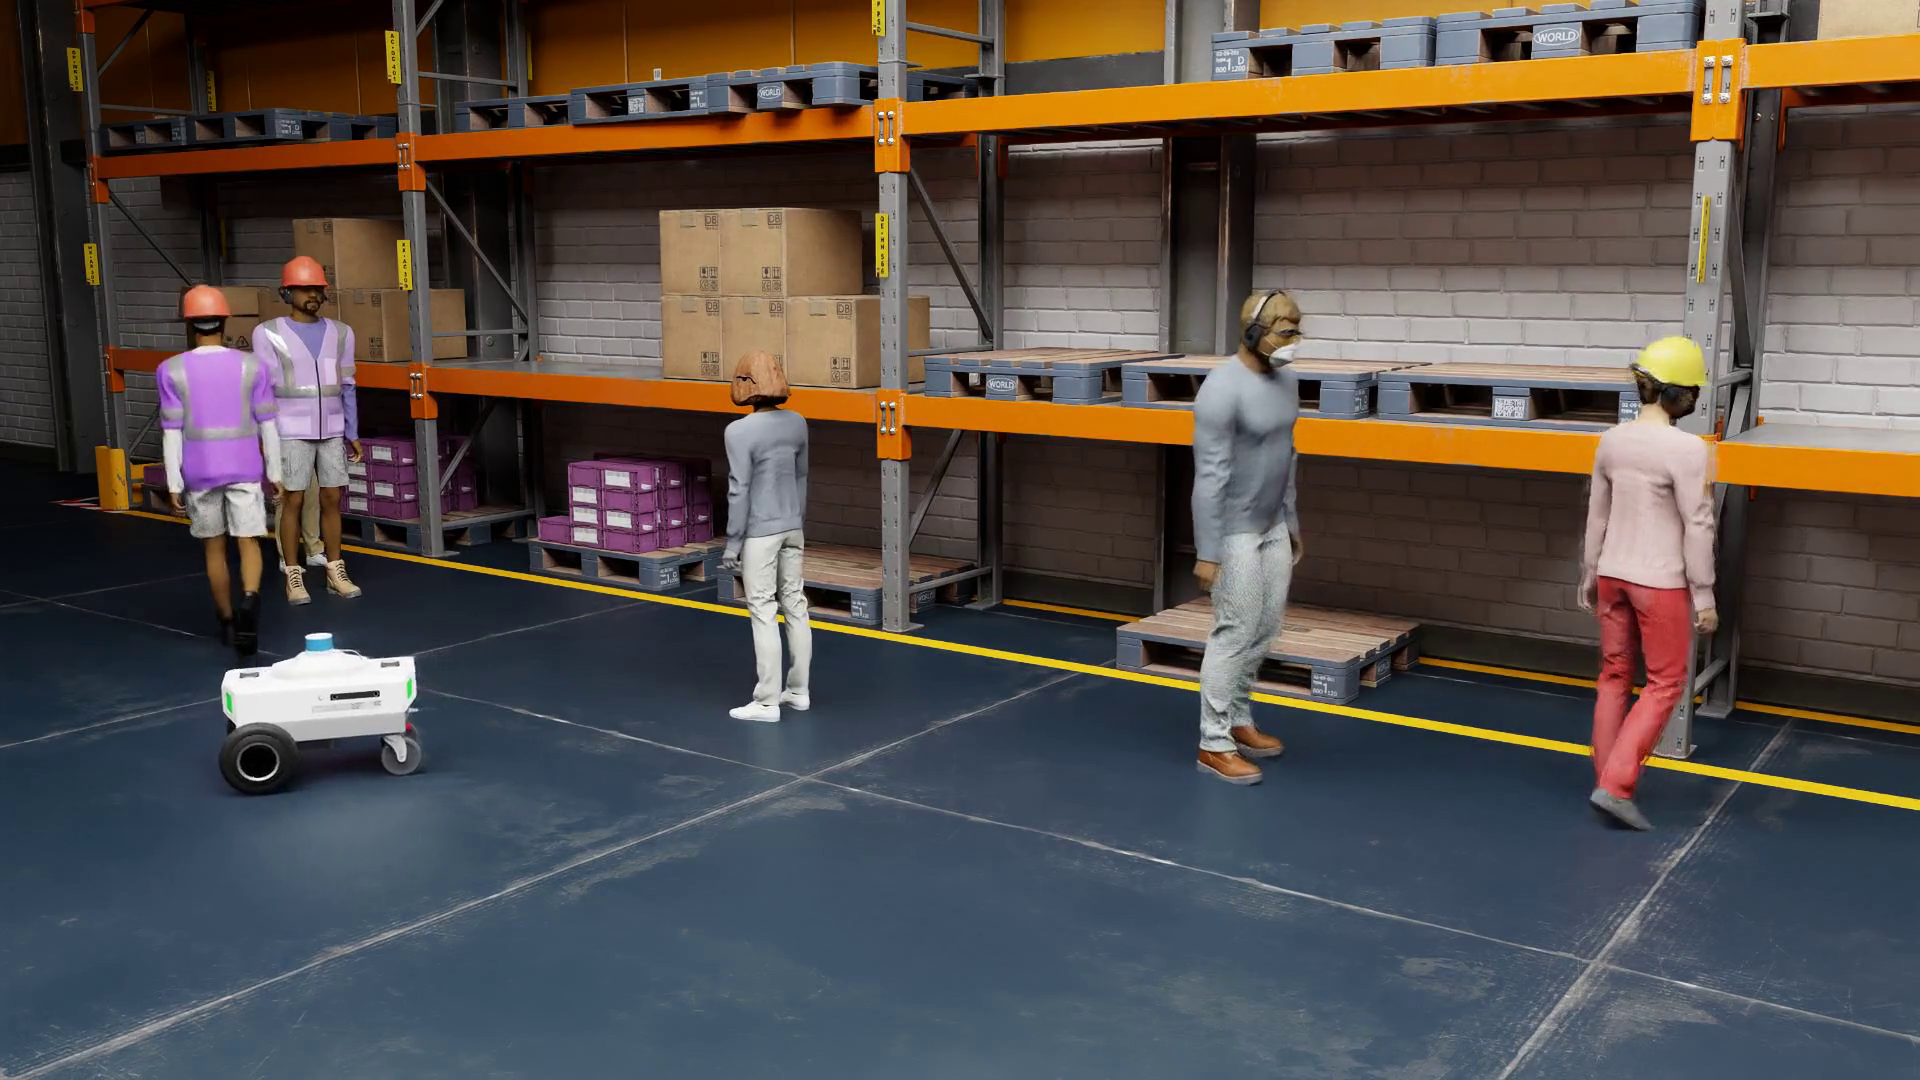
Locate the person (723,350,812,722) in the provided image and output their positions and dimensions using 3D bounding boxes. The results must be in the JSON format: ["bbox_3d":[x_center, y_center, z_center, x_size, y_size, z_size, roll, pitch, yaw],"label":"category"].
[{"bbox_3d":[-0.854,-0.015,7.337,0.286,1.634,0.500,7,12,35],"label":"person"}]

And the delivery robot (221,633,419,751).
[{"bbox_3d":[-2.506,0.610,6.543,0.707,0.478,0.477,-3,10,-19],"label":"delivery robot"}]

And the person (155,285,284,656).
[{"bbox_3d":[-3.752,-0.339,8.478,0.575,1.908,0.819,-5,11,-25],"label":"person"}]

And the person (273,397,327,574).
[{"bbox_3d":[-4.295,-0.598,10.840,0.277,1.628,0.500,5,11,27],"label":"person"}]

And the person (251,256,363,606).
[{"bbox_3d":[-3.841,-0.645,9.862,0.608,2.048,0.365,-9,13,-44],"label":"person"}]

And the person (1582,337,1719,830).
[{"bbox_3d":[2.432,0.156,5.993,0.461,1.759,0.560,-3,10,-19],"label":"person"}]

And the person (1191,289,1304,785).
[{"bbox_3d":[1.081,-0.017,6.507,0.482,1.915,0.666,8,12,38],"label":"person"}]
